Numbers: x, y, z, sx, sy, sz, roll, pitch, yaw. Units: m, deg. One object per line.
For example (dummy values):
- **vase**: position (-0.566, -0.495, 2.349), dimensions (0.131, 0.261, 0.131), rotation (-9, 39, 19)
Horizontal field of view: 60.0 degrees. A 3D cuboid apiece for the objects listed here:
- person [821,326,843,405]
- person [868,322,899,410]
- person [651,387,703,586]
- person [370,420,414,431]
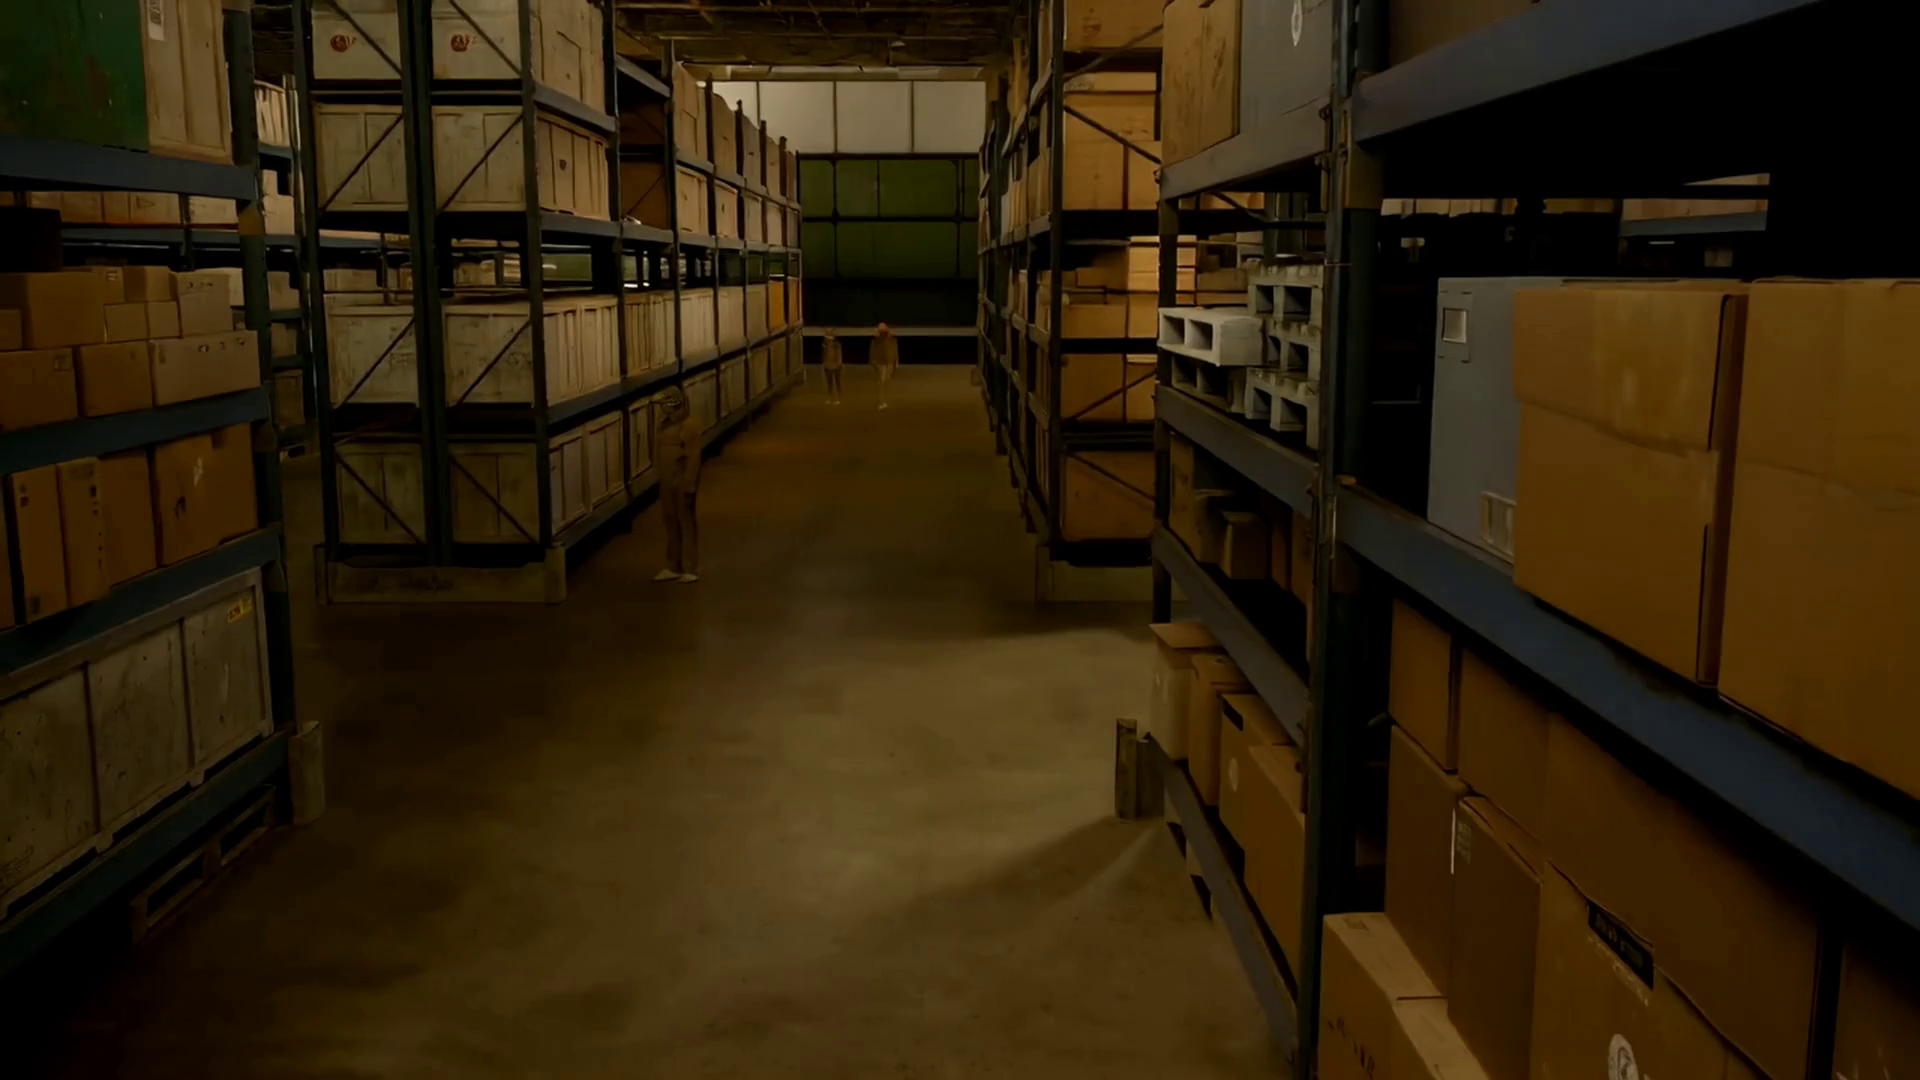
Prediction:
- **person**: position (-2.878, -3.899, 37.205), dimensions (0.560, 1.753, 0.329), rotation (-8, 12, -39)
- **person**: position (-1.648, -3.752, 35.913), dimensions (0.643, 1.889, 1.018), rotation (-1, 9, -8)
- **person**: position (-2.748, -0.522, 16.030), dimensions (0.407, 1.910, 0.639), rotation (-8, 12, -40)
- **person**: position (-7.906, -1.686, 23.188), dimensions (0.641, 1.904, 0.401), rotation (-5, 10, -26)
